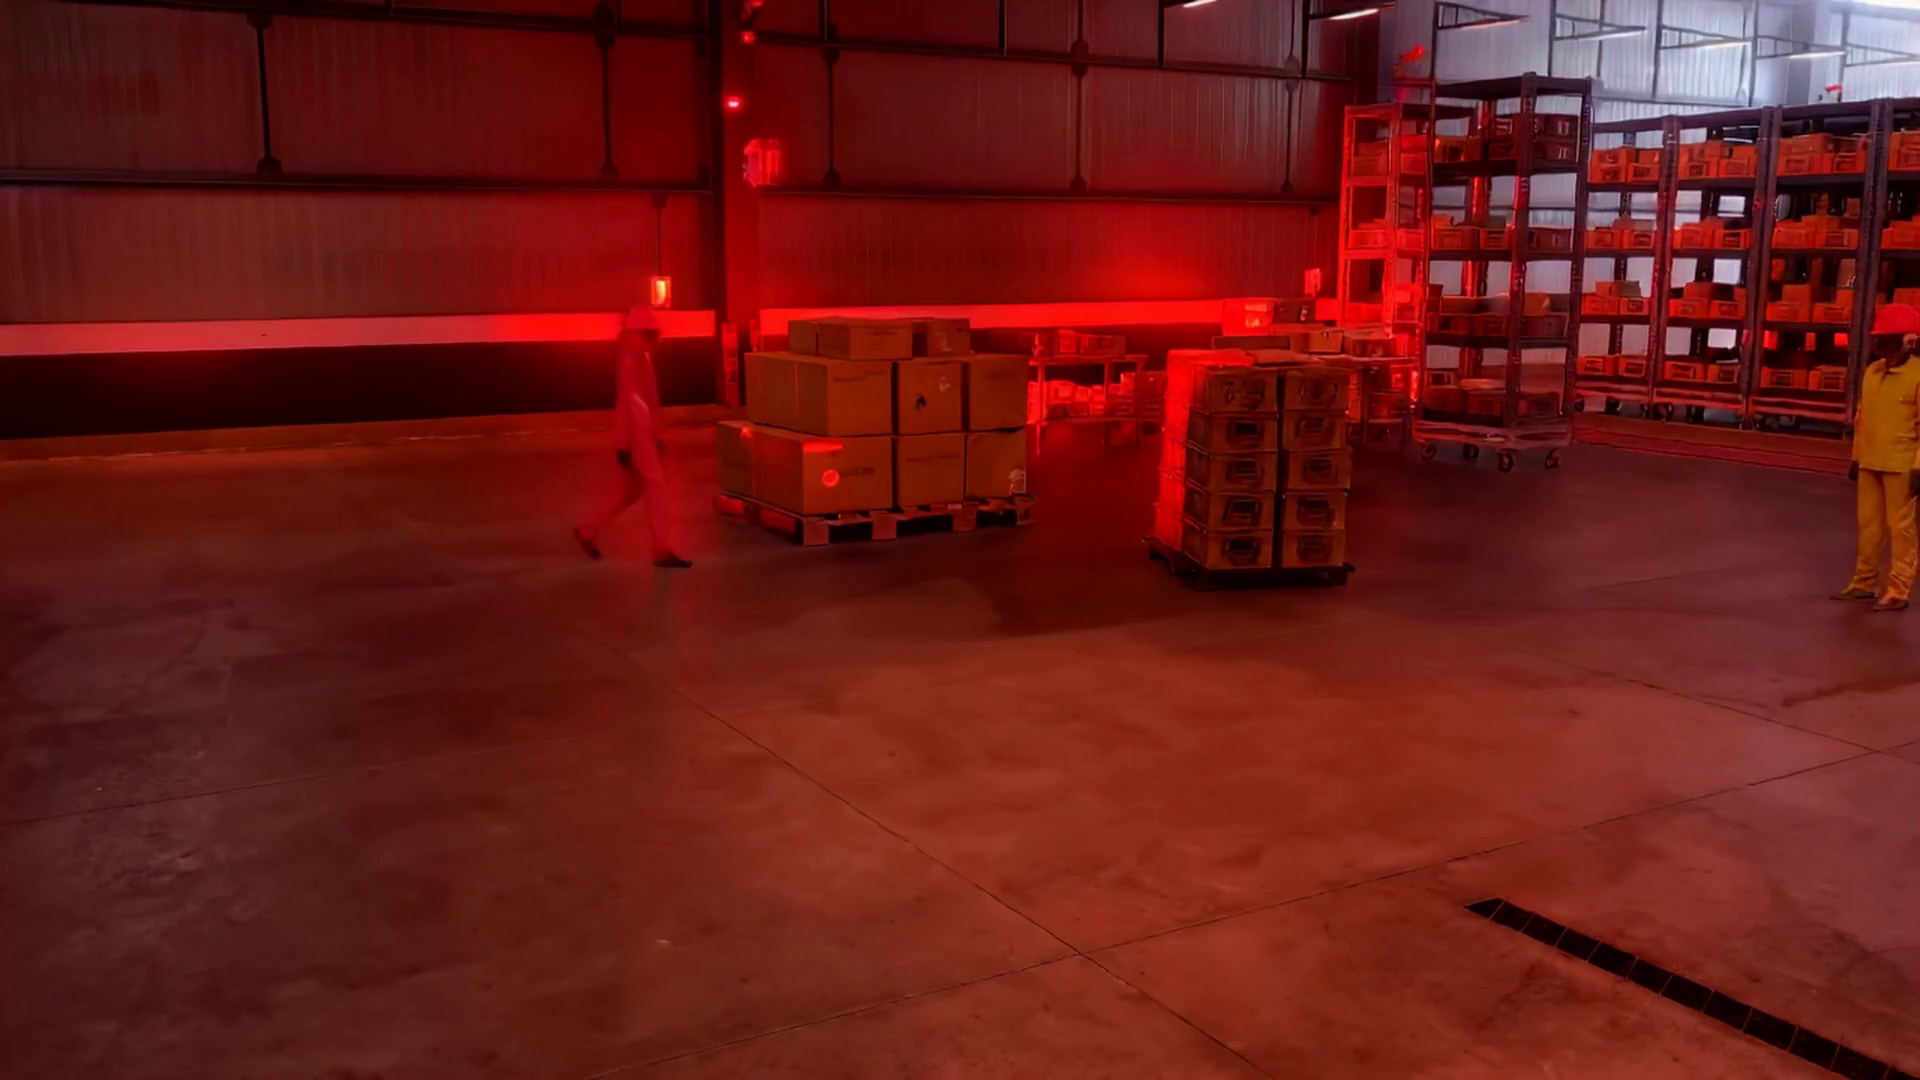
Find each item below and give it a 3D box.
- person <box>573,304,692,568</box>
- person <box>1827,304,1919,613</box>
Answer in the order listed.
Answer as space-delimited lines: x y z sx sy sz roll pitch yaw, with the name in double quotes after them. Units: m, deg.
-2.153 -0.665 10.738 0.753 1.715 0.488 0 10 -1 "person"
5.296 -0.467 9.504 0.330 1.751 0.564 -2 10 -13 "person"
